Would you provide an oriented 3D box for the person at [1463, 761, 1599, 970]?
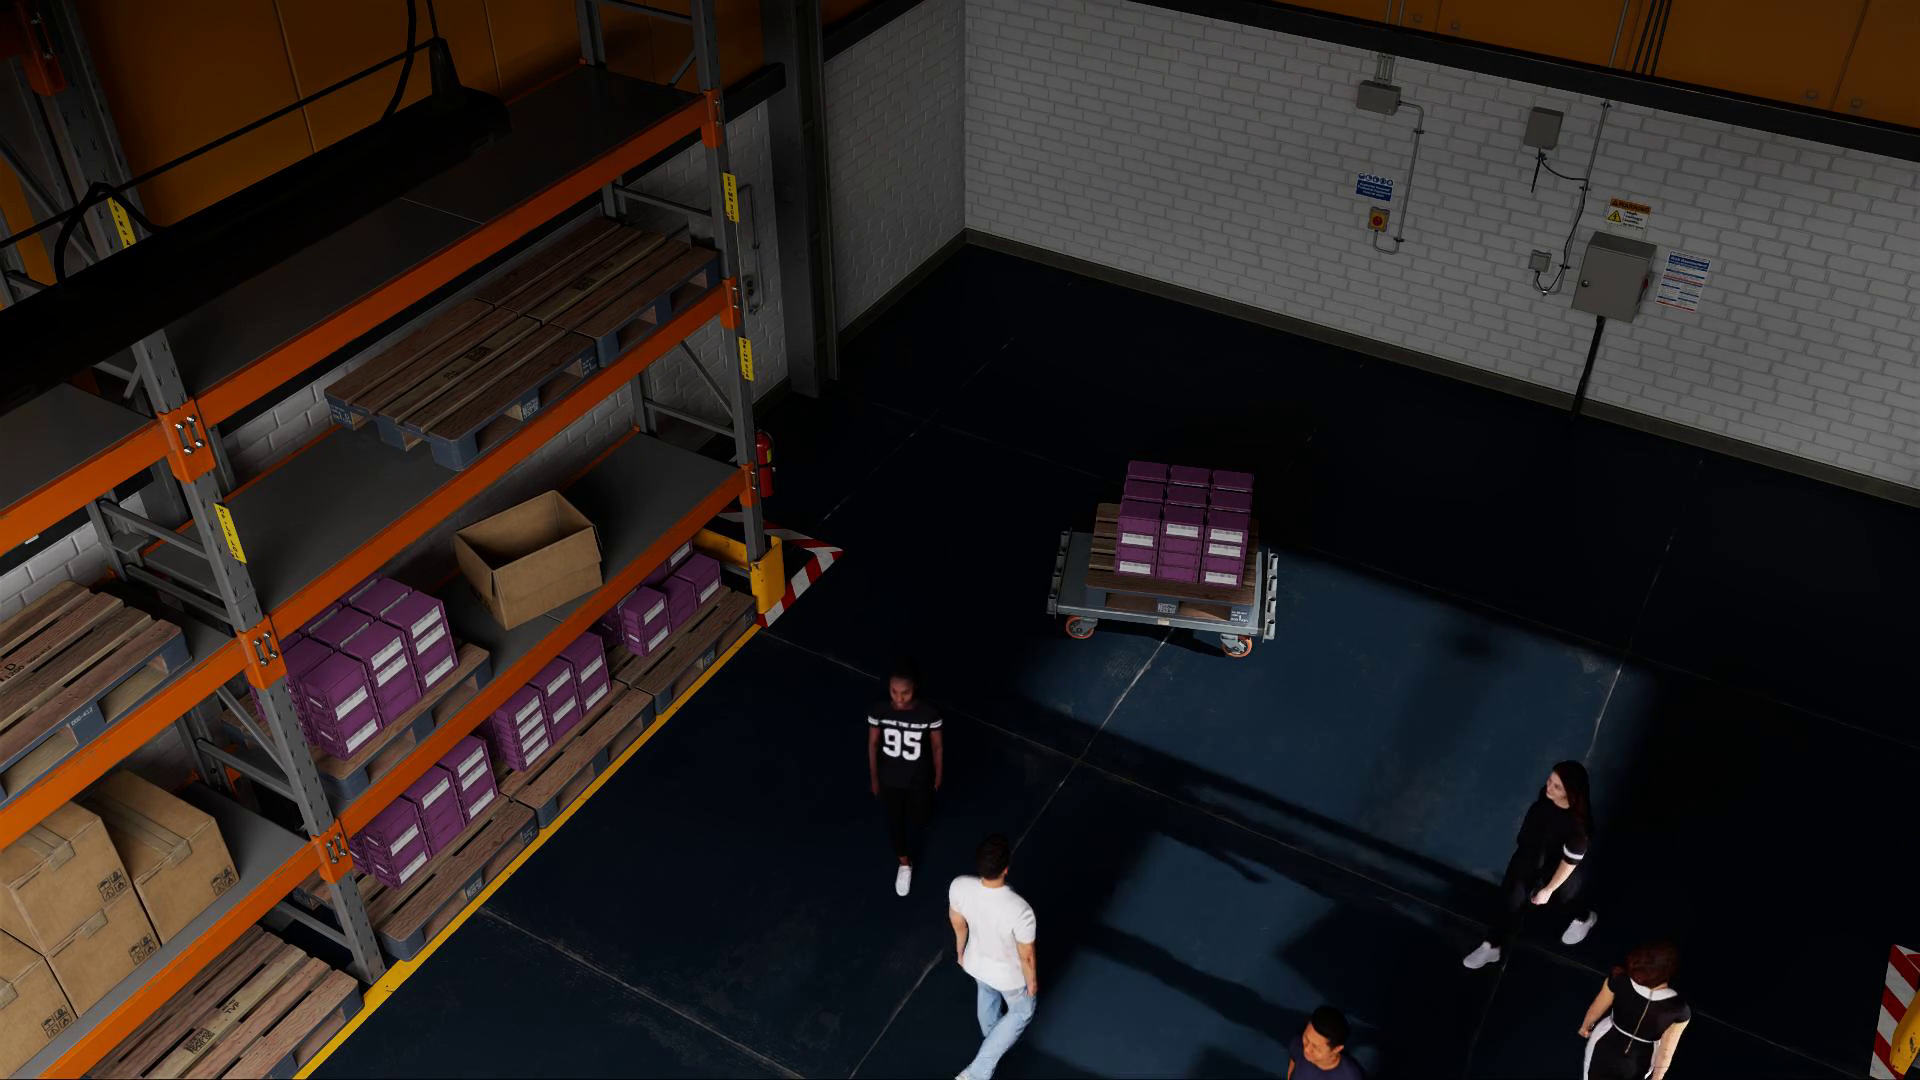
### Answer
[{"bbox_3d":[3.484,1.880,9.622,1.181,1.602,1.034,-15,41,-18],"label":"person"}]

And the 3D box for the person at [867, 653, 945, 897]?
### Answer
[{"bbox_3d":[-0.321,1.378,10.161,0.818,1.714,0.994,4,39,6],"label":"person"}]

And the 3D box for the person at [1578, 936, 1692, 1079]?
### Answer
[{"bbox_3d":[3.319,2.724,8.448,0.604,1.750,1.127,19,42,22],"label":"person"}]

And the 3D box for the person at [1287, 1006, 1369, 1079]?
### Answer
[{"bbox_3d":[1.833,2.878,8.248,1.219,1.758,0.927,-27,46,-29],"label":"person"}]

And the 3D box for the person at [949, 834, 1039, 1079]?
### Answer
[{"bbox_3d":[0.163,2.305,8.893,0.751,1.848,0.991,25,45,28],"label":"person"}]
